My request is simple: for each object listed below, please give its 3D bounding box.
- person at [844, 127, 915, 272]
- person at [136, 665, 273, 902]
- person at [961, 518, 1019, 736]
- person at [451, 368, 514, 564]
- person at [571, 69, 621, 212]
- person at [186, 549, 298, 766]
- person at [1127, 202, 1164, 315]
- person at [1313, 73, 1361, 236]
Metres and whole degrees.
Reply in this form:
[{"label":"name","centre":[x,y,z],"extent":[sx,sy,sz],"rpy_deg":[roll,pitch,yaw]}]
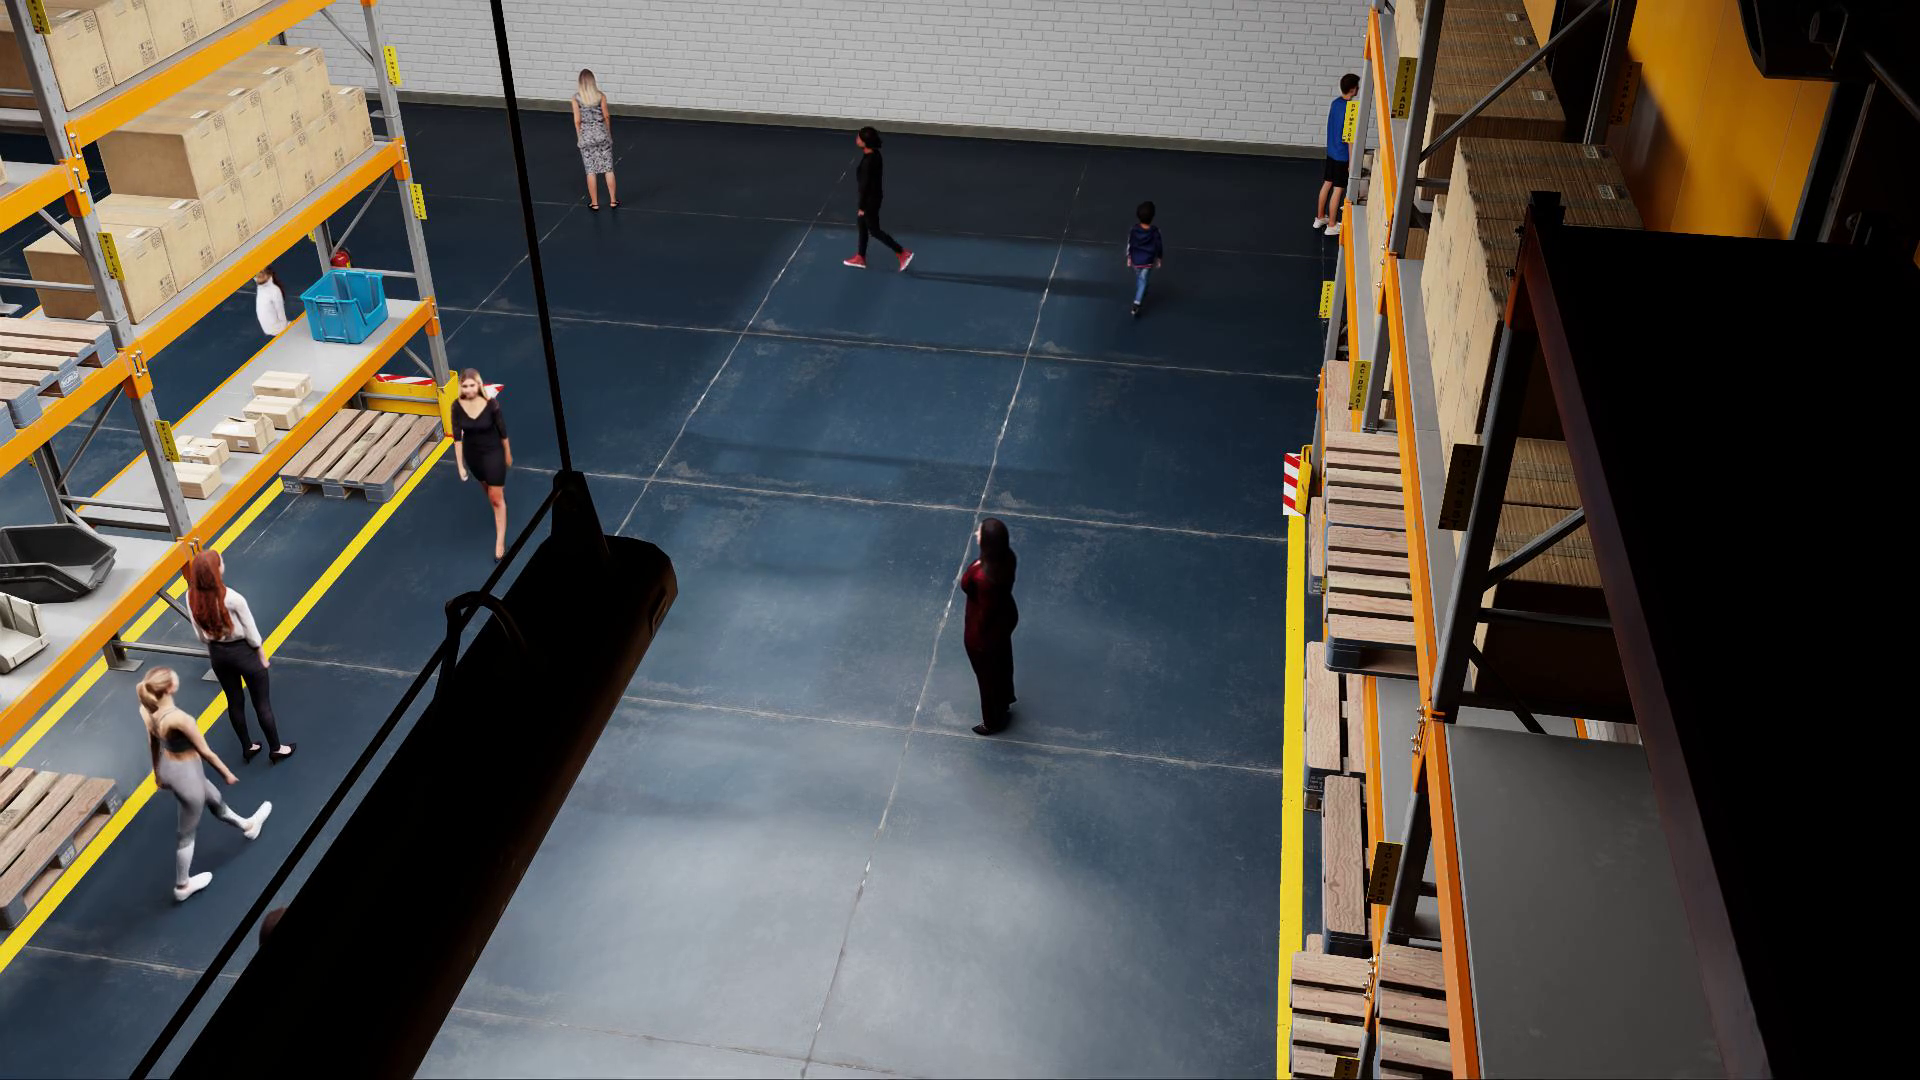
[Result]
[{"label":"person","centre":[-0.897,-3.708,18.269],"extent":[0.709,1.648,1.019],"rpy_deg":[8,34,12]},{"label":"person","centre":[-4.883,1.550,10.345],"extent":[0.836,1.663,1.141],"rpy_deg":[17,37,24]},{"label":"person","centre":[0.233,0.593,11.700],"extent":[0.747,1.757,0.573],"rpy_deg":[10,35,15]},{"label":"person","centre":[-3.919,-0.702,13.760],"extent":[0.732,1.632,1.112],"rpy_deg":[-2,34,-3]},{"label":"person","centre":[-4.351,-4.757,19.795],"extent":[0.634,1.705,0.622],"rpy_deg":[-7,34,-11]},{"label":"person","centre":[-4.942,0.814,11.364],"extent":[0.590,1.760,0.500],"rpy_deg":[5,34,7]},{"label":"person","centre":[1.919,-2.955,17.542],"extent":[0.645,1.199,0.891],"rpy_deg":[13,36,18]},{"label":"person","centre":[4.387,-4.478,19.232],"extent":[0.812,1.865,0.701],"rpy_deg":[-12,36,-18]}]
